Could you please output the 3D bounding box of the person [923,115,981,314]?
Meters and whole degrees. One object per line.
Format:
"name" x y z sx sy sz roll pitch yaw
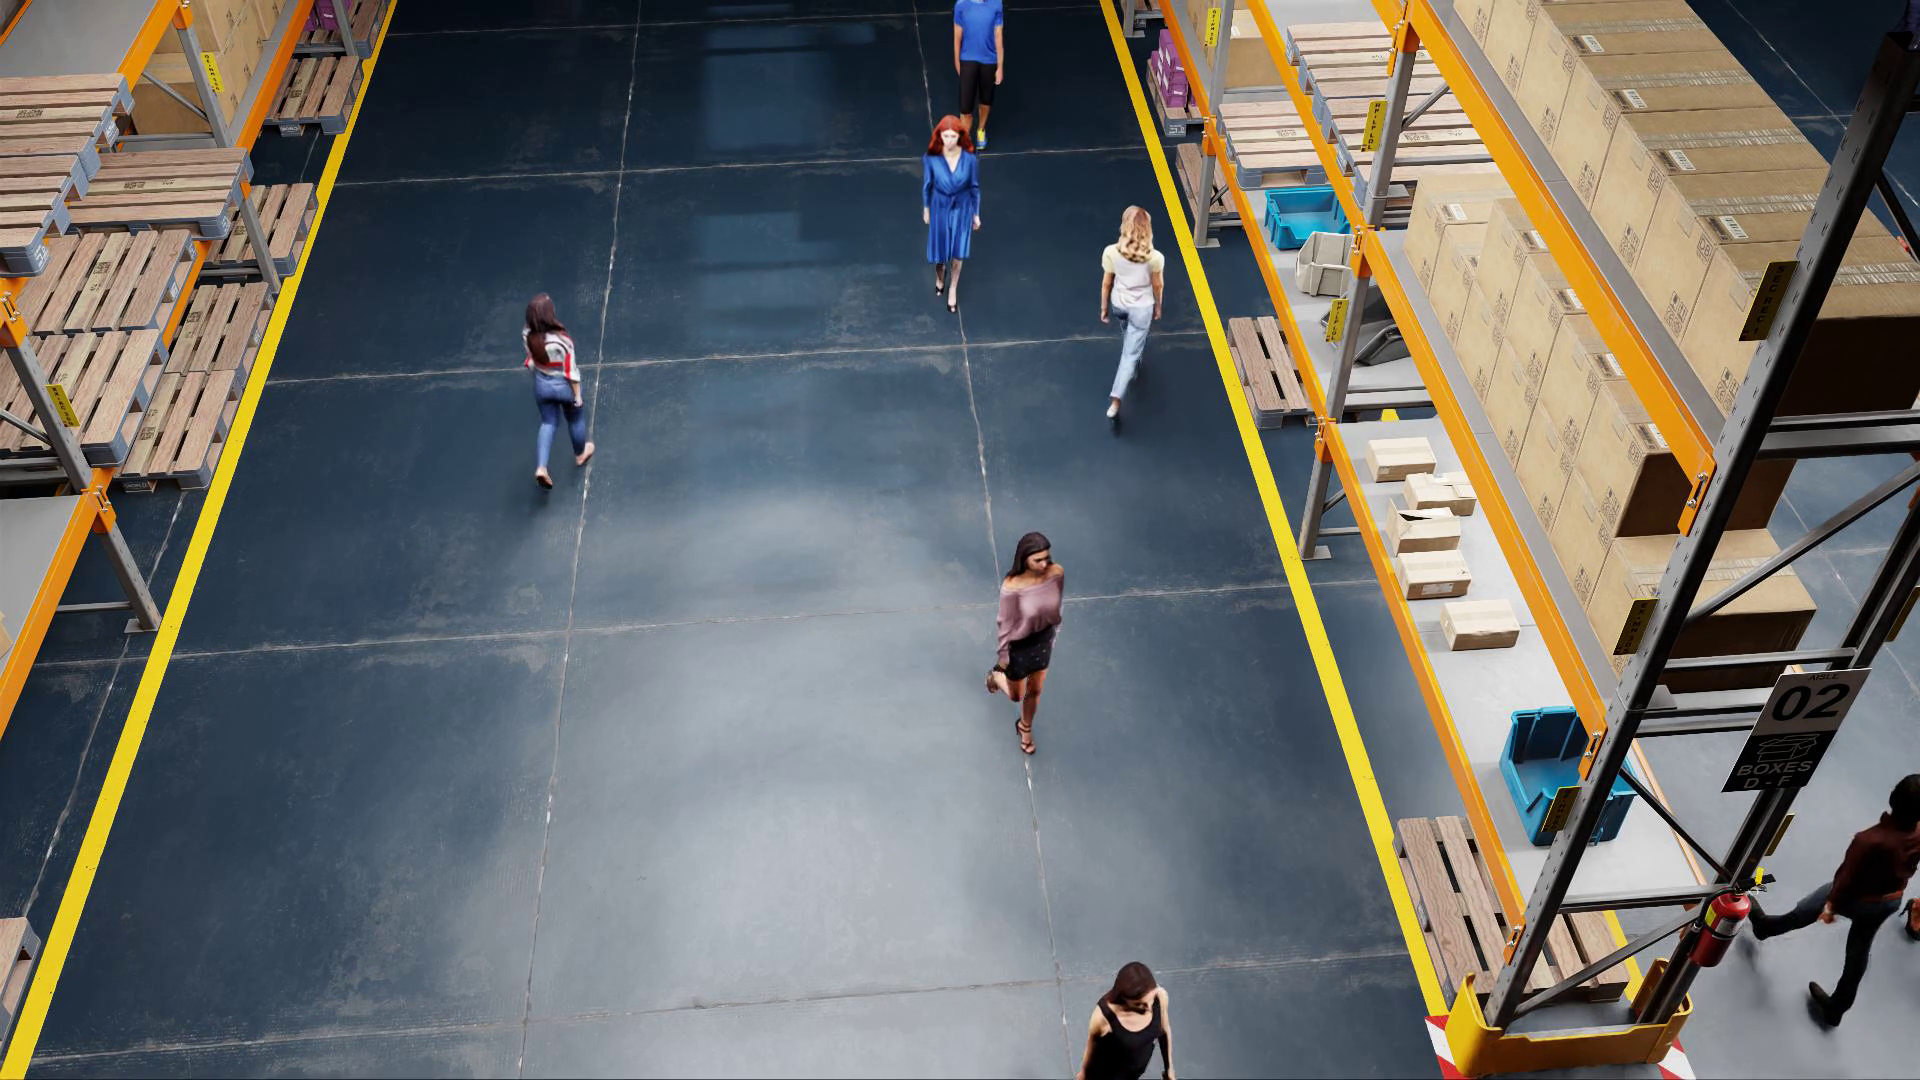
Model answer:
"person" -0.068 -2.701 13.613 0.616 1.816 0.685 -2 44 -2

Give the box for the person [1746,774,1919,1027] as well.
"person" 4.824 1.962 8.776 0.695 1.737 1.057 -8 44 -9

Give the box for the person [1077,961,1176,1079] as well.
"person" 0.747 2.528 8.231 0.811 1.669 0.959 -24 49 -23

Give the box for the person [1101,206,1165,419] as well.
"person" 1.298 -1.695 12.654 0.939 1.682 1.247 13 45 13

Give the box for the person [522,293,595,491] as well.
"person" -2.966 -1.063 12.051 0.810 1.598 1.019 13 45 13

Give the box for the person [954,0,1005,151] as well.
"person" 0.185 -4.507 15.487 0.614 1.845 0.882 -2 44 -2

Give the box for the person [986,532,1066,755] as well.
"person" 0.363 0.586 10.176 0.776 1.797 0.905 -18 47 -18
